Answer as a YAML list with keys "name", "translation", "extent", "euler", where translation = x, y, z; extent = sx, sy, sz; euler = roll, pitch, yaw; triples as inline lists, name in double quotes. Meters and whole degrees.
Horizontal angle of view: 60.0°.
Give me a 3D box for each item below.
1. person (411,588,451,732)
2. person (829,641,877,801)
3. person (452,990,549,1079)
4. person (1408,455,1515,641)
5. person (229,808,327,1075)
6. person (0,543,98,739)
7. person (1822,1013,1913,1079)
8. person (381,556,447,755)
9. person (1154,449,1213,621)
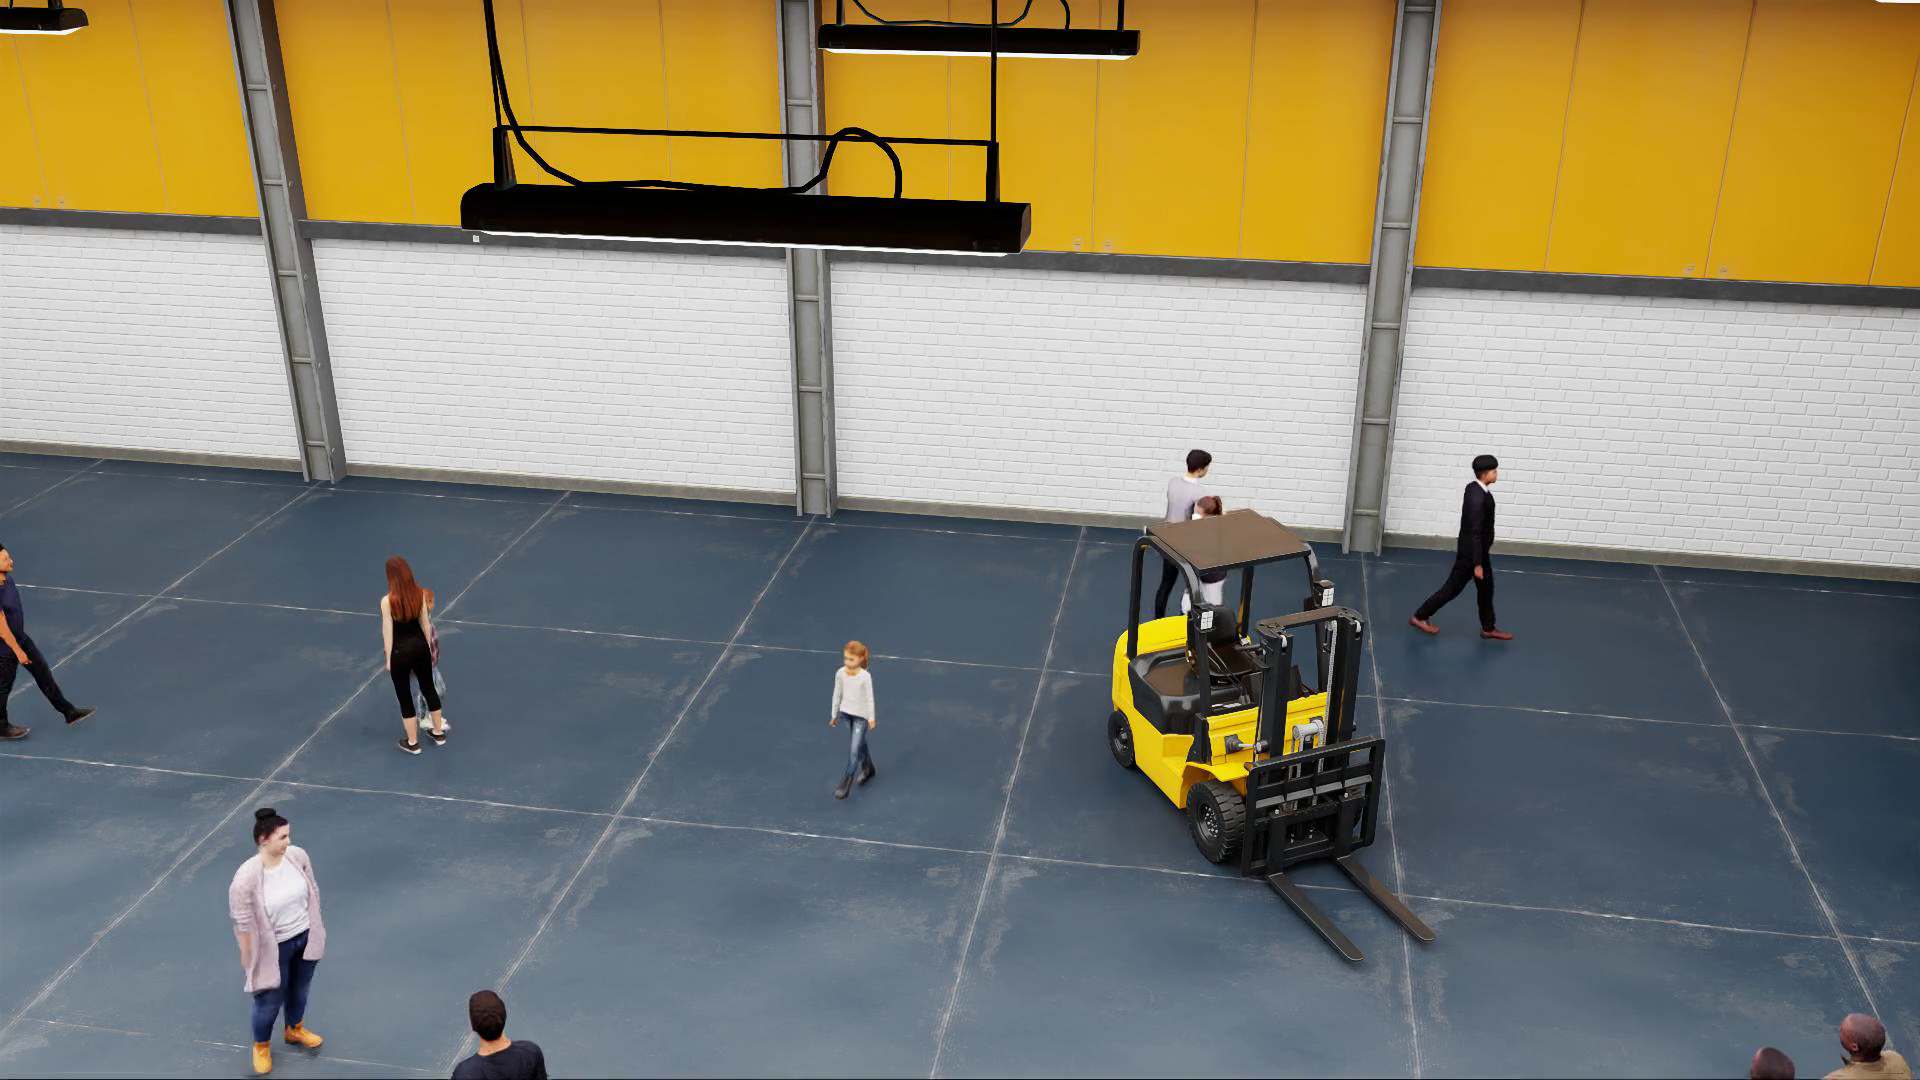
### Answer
- name: "person"
  translation: [-4.609, 1.015, 14.095]
  extent: [0.629, 1.292, 0.610]
  euler: [-7, 24, -15]
- name: "person"
  translation: [-0.795, 1.378, 13.260]
  extent: [0.844, 1.296, 0.732]
  euler: [13, 27, 27]
- name: "person"
  translation: [-2.265, 3.159, 8.489]
  extent: [0.786, 1.854, 0.855]
  euler: [-13, 27, -28]
- name: "person"
  translation: [4.676, 0.095, 15.514]
  extent: [1.234, 1.842, 0.814]
  euler: [7, 25, 15]
- name: "person"
  translation: [-4.234, 2.458, 10.261]
  extent: [0.876, 1.719, 0.837]
  euler: [-19, 30, -37]
- name: "person"
  translation: [-7.998, 0.879, 13.826]
  extent: [1.104, 1.757, 0.847]
  euler: [-3, 24, -6]
- name: "person"
  translation: [4.542, 3.196, 8.457]
  extent: [0.968, 1.811, 1.012]
  euler: [-7, 25, -15]
- name: "person"
  translation: [-4.541, 0.939, 13.729]
  extent: [0.661, 1.724, 0.638]
  euler: [18, 30, 36]
- name: "person"
  translation: [2.013, 0.092, 15.467]
  extent: [1.201, 1.884, 1.141]
  euler: [-17, 29, -34]
